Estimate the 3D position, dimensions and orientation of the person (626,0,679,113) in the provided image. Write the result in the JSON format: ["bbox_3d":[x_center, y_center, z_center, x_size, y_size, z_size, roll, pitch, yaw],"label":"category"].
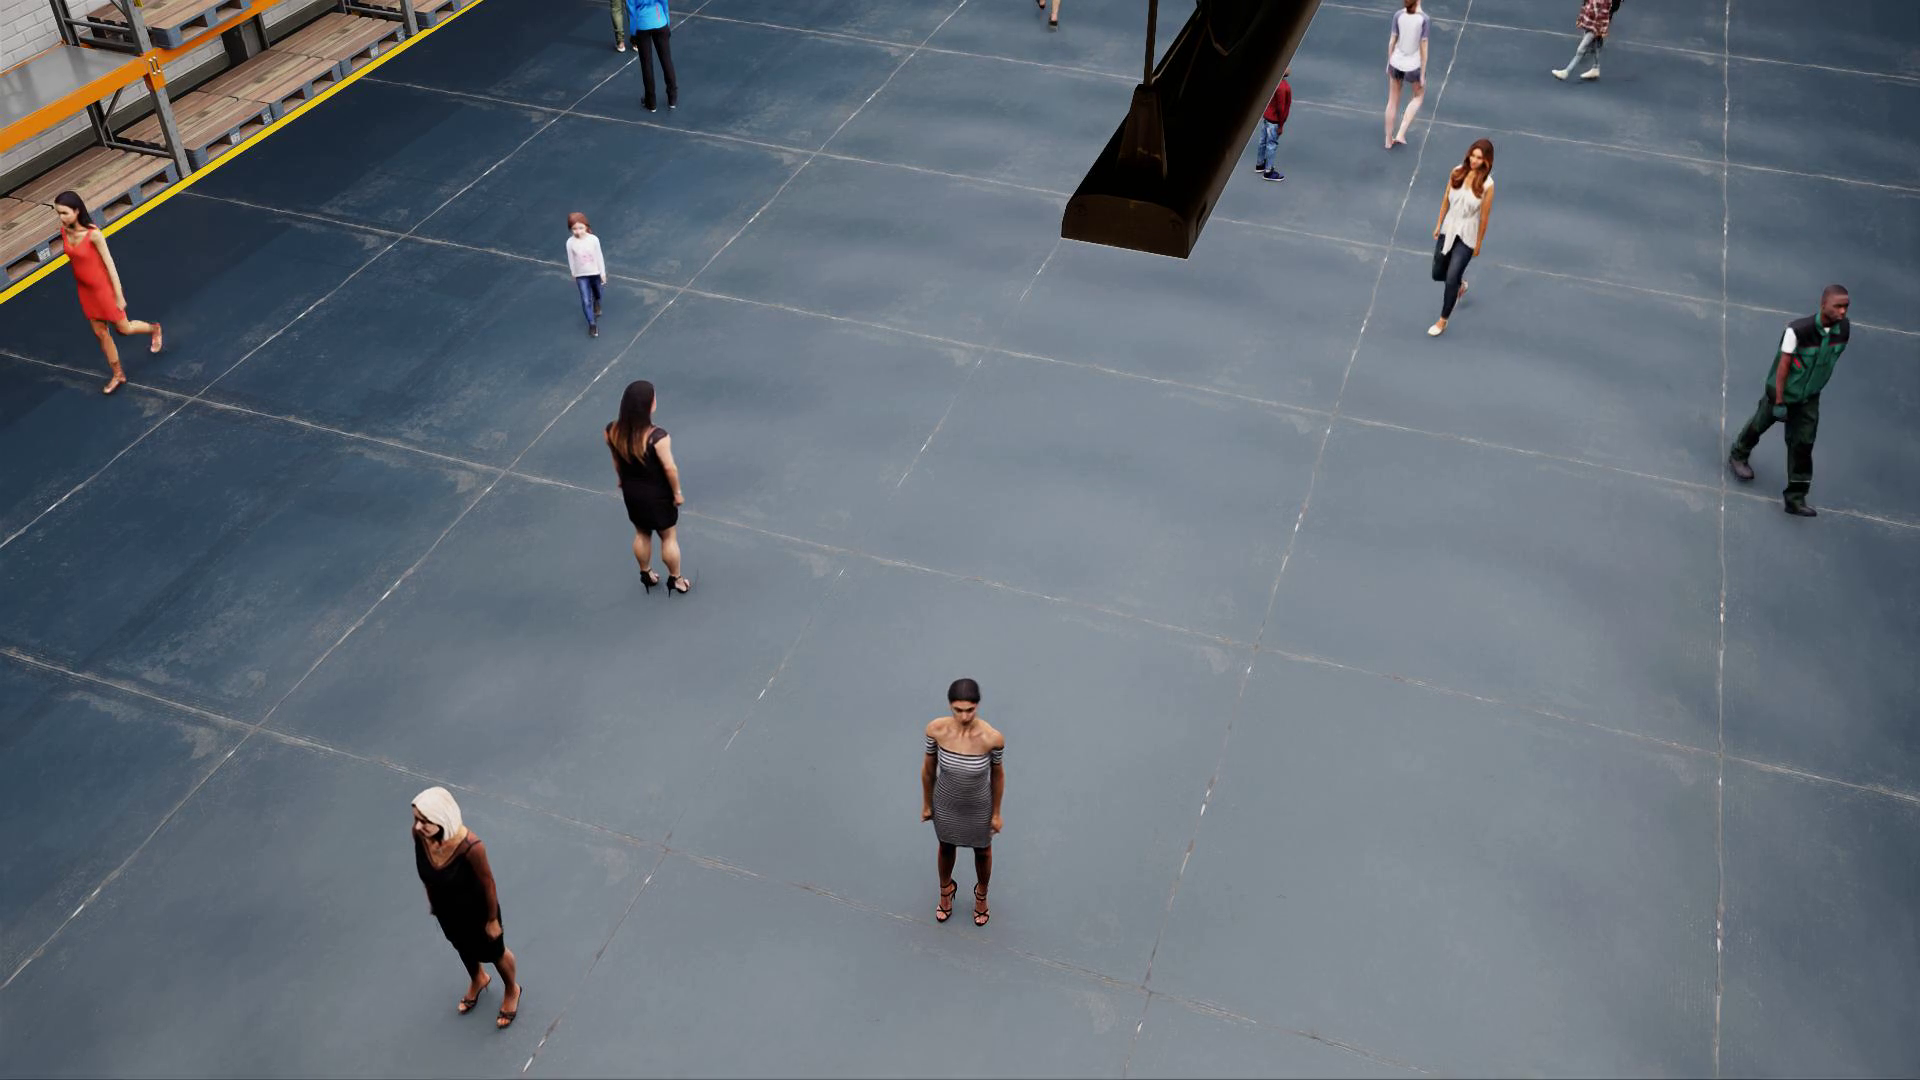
[{"bbox_3d":[-3.300,-5.463,17.741,0.698,1.792,0.752,-15,41,-18],"label":"person"}]

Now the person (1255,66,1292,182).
[{"bbox_3d":[3.137,-4.238,16.638,0.643,1.256,0.558,-9,39,-11],"label":"person"}]

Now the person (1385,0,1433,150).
[{"bbox_3d":[4.514,-4.791,16.929,0.670,1.756,0.683,23,44,26],"label":"person"}]

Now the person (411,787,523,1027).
[{"bbox_3d":[-2.546,1.883,8.580,0.609,1.746,0.538,16,41,19],"label":"person"}]

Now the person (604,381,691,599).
[{"bbox_3d":[-2.122,-0.324,11.372,0.643,1.711,0.579,13,40,16],"label":"person"}]

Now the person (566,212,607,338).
[{"bbox_3d":[-3.219,-2.348,14.398,0.685,1.097,0.795,-10,40,-12],"label":"person"}]

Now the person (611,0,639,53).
[{"bbox_3d":[-3.890,-6.460,19.103,0.640,1.652,0.658,-6,39,-7],"label":"person"}]

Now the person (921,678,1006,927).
[{"bbox_3d":[0.026,1.443,9.070,0.636,1.822,0.578,7,39,8],"label":"person"}]

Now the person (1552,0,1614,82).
[{"bbox_3d":[7.091,-5.719,18.476,0.874,1.276,0.899,-7,39,-9],"label":"person"}]

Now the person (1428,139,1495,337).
[{"bbox_3d":[4.302,-2.607,14.184,0.951,1.769,0.818,-30,47,-32],"label":"person"}]

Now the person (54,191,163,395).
[{"bbox_3d":[-6.961,-2.067,13.563,0.626,1.699,0.990,10,40,13],"label":"person"}]

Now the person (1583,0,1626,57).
[{"bbox_3d":[7.449,-6.415,19.031,0.713,1.670,0.987,19,42,22],"label":"person"}]

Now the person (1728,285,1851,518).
[{"bbox_3d":[6.099,-1.116,12.311,1.071,1.776,1.289,-6,39,-7],"label":"person"}]

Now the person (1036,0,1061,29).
[{"bbox_3d":[1.106,-6.840,19.690,0.894,1.513,1.114,-6,39,-7],"label":"person"}]
